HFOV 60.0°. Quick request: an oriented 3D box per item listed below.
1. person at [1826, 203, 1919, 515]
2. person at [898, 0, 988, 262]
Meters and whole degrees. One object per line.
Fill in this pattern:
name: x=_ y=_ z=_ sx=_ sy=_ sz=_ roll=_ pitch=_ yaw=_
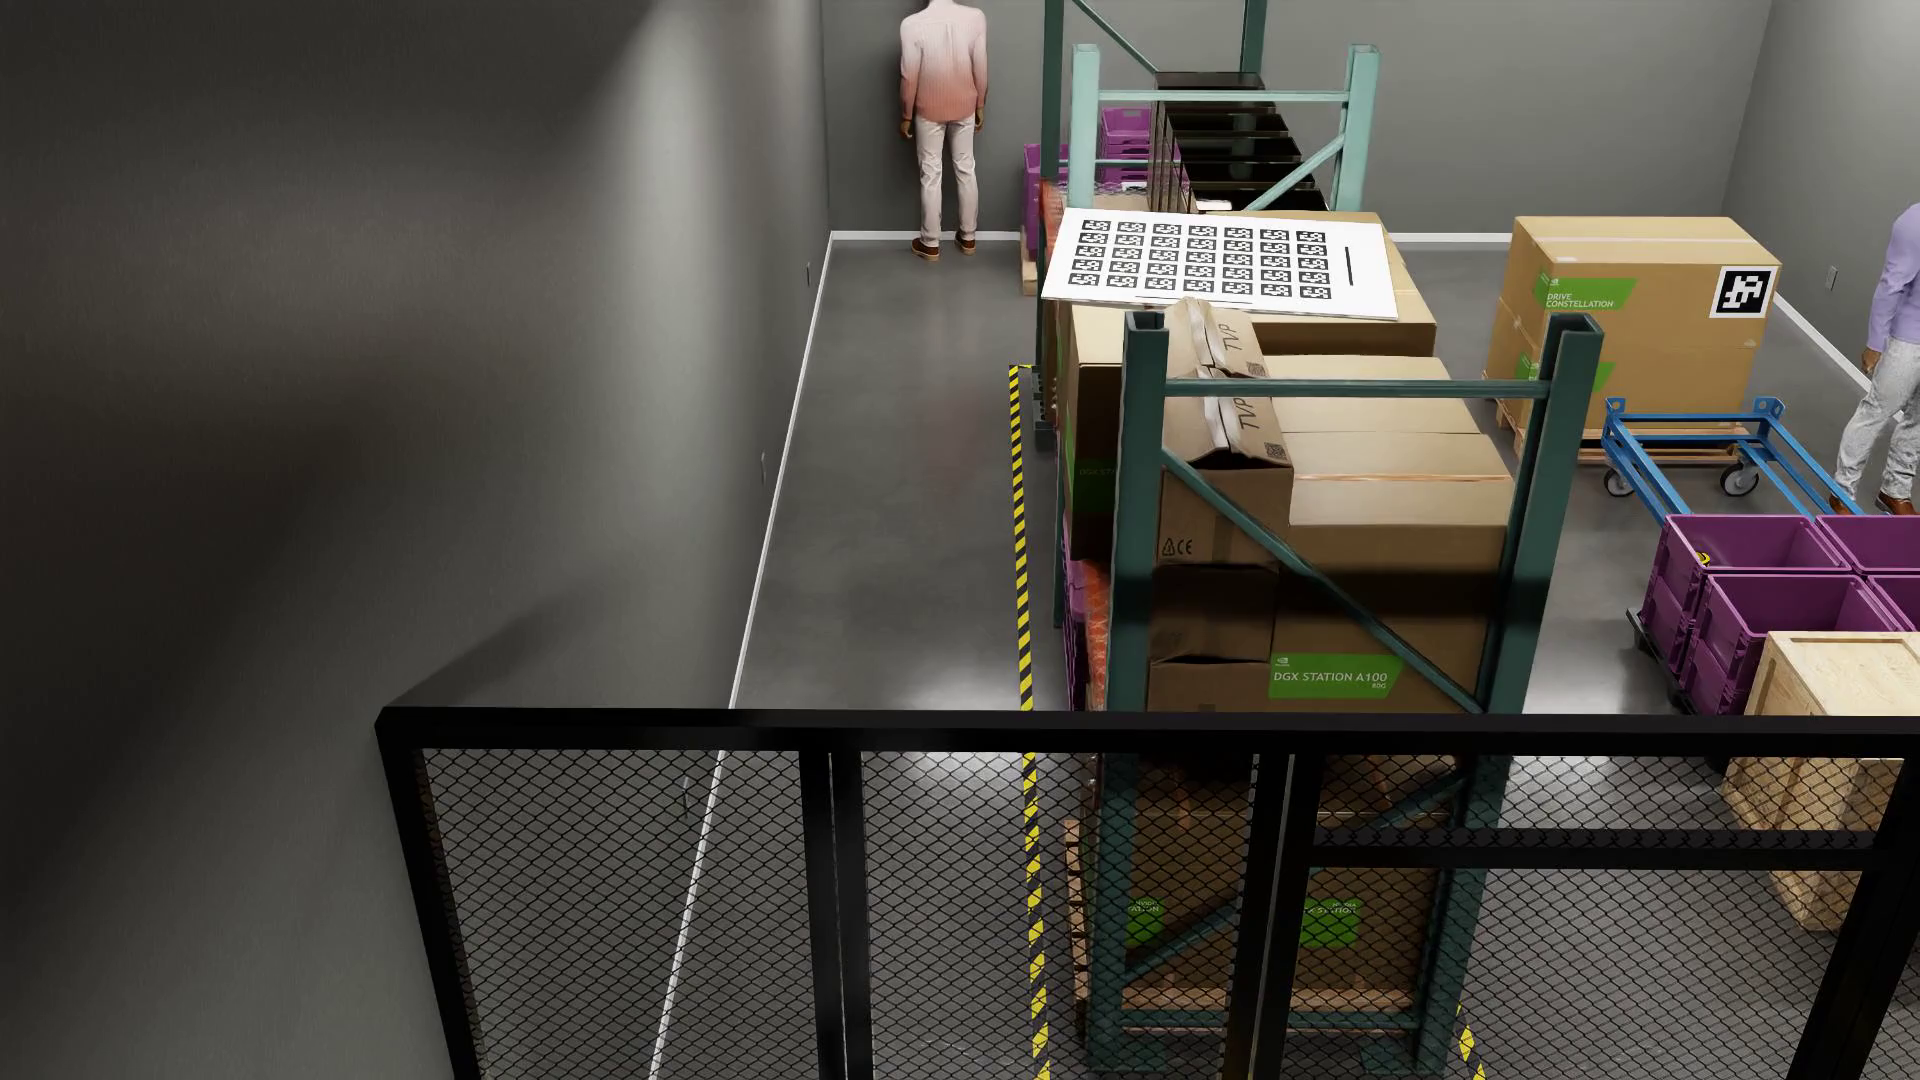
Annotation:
person: x=4.536 y=-0.937 z=7.770 sx=0.634 sy=1.937 sz=0.355 roll=-1 pitch=31 yaw=-2
person: x=-0.114 y=-2.814 z=10.833 sx=0.611 sy=1.996 sz=0.378 roll=-12 pitch=33 yaw=-19
